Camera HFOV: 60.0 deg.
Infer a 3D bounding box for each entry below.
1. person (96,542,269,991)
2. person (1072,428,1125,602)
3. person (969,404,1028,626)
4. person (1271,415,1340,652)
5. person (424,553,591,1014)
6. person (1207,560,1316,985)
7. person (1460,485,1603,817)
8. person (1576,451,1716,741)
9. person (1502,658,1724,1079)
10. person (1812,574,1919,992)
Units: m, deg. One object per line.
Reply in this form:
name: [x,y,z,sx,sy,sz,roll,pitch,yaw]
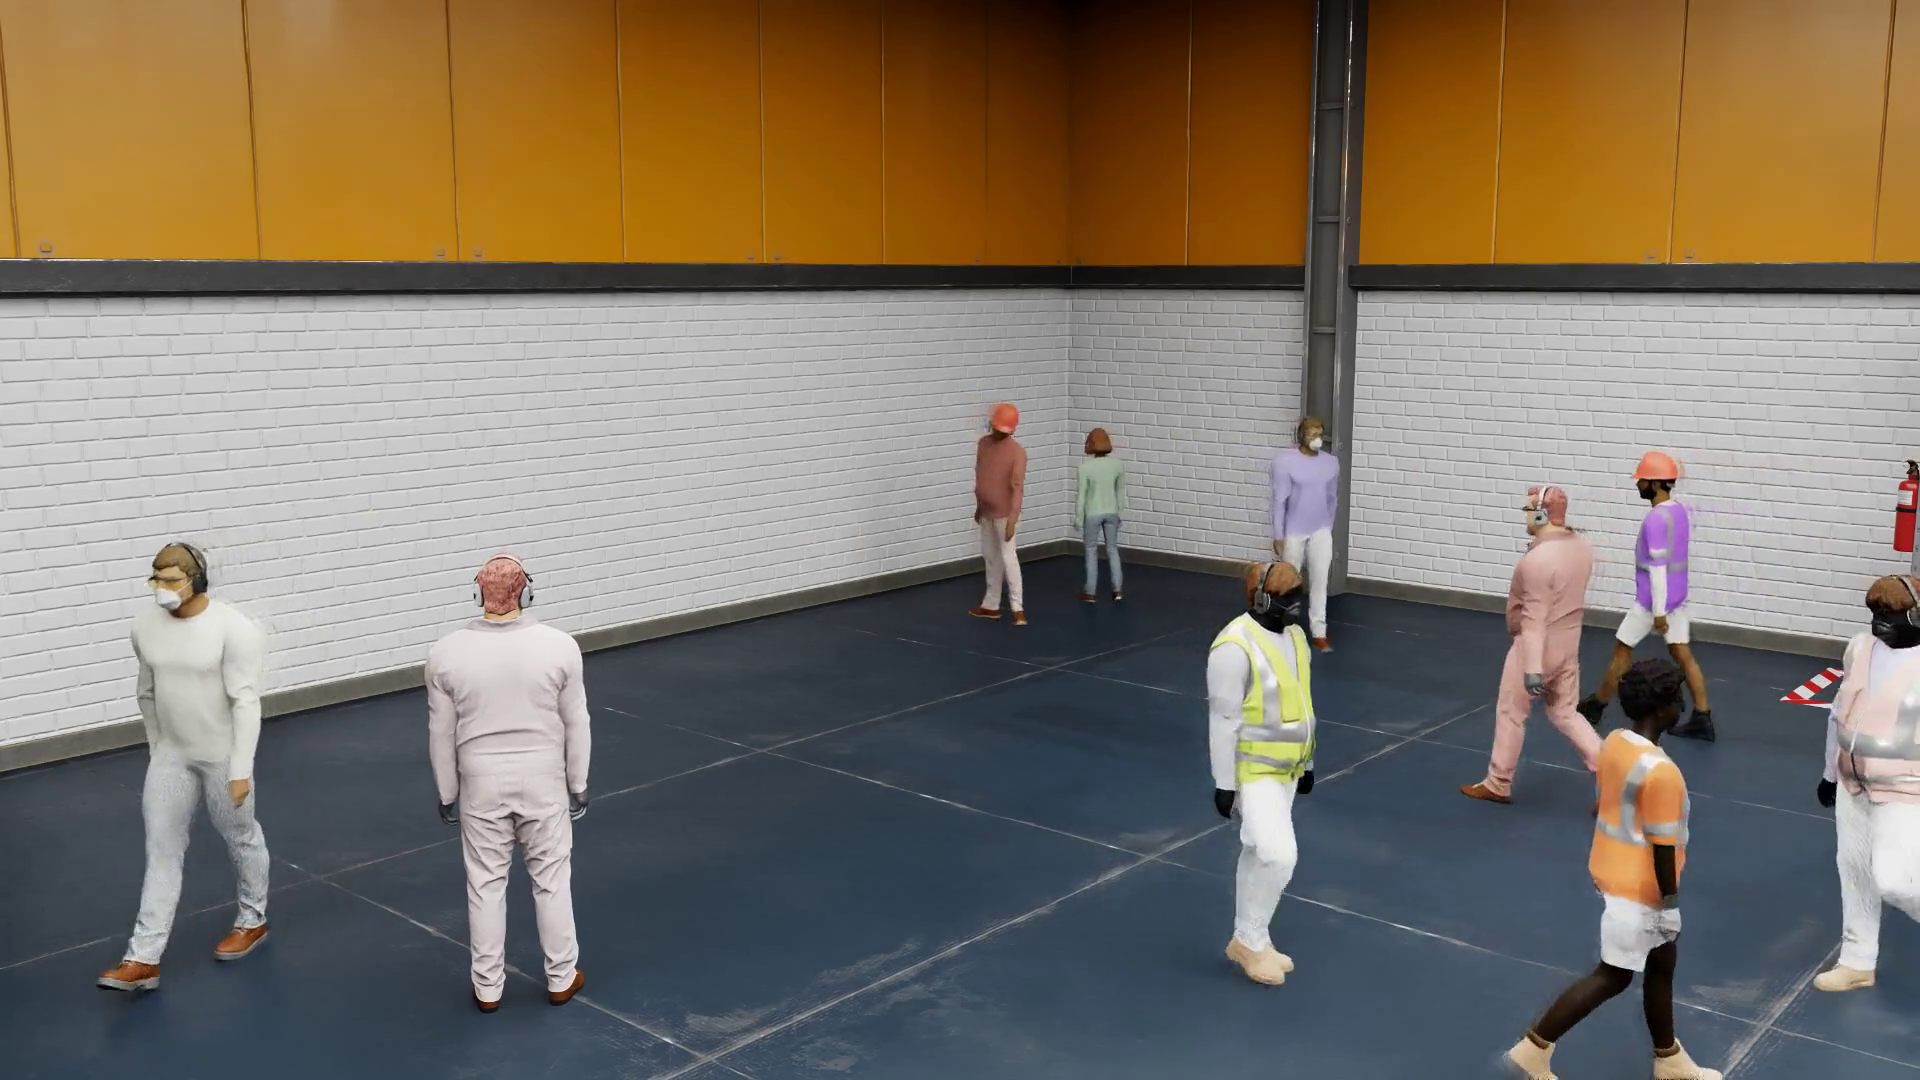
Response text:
person: [-3.308,0.967,7.078,0.661,1.897,0.957,2,9,12]
person: [1.293,-0.226,15.435,0.503,1.639,0.295,-4,10,-23]
person: [0.307,-0.231,14.505,0.386,1.946,0.736,-6,11,-35]
person: [2.803,-0.084,13.675,0.636,1.915,0.904,-3,9,-16]
person: [-1.843,0.999,6.865,0.639,1.909,0.409,-2,9,-11]
person: [1.348,0.993,7.137,0.520,1.829,0.652,7,11,37]
person: [3.329,0.620,9.334,0.643,1.877,0.899,-8,12,-41]
person: [4.560,0.358,10.978,0.552,1.885,1.008,-9,13,-43]
person: [2.427,1.239,6.091,0.744,1.674,0.541,1,9,4]
person: [3.947,1.031,6.972,0.539,1.815,0.630,-3,9,-16]
